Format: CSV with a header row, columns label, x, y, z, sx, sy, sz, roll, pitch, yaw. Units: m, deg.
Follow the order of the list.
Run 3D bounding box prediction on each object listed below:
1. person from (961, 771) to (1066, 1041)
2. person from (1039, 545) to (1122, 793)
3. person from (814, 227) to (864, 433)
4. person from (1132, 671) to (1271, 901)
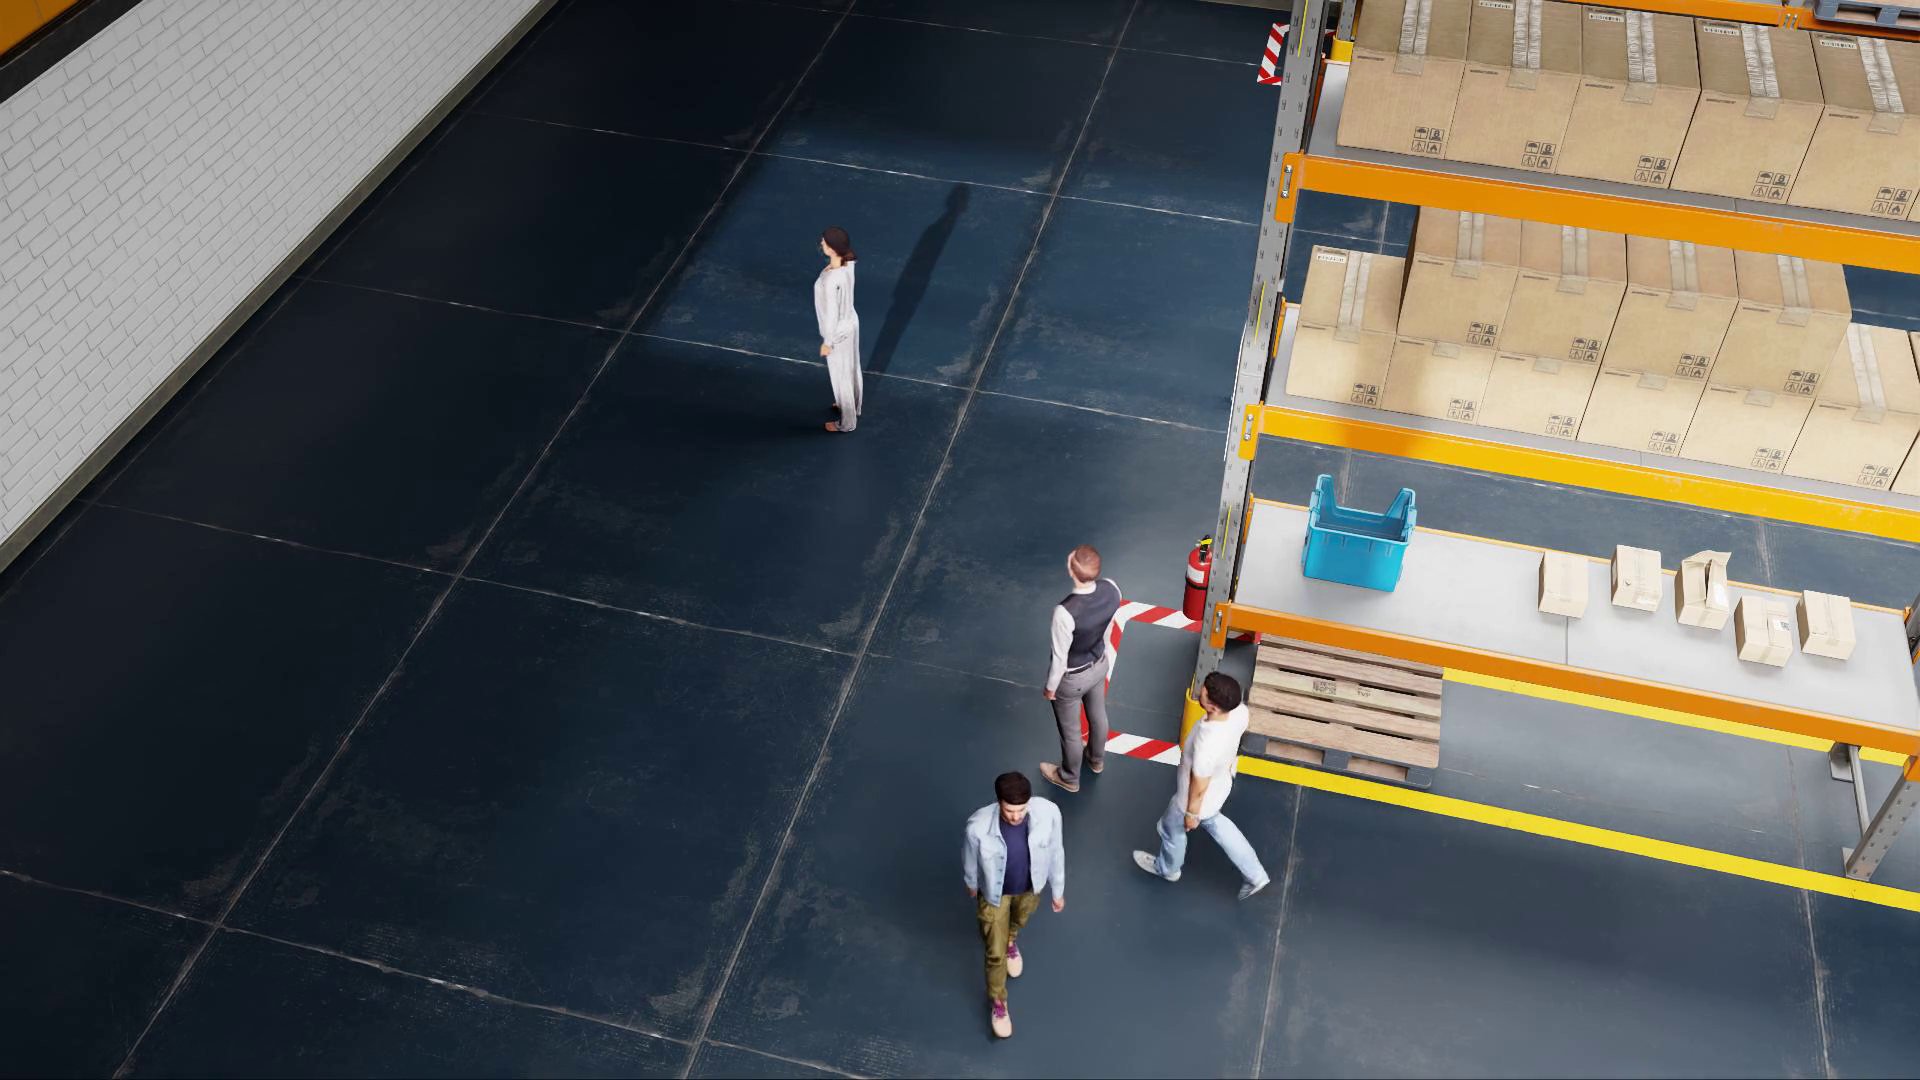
label,x,y,z,sx,sy,sz,roll,pitch,yaw
person,0.260,1.773,8.935,0.992,1.788,0.993,-11,45,-11
person,0.714,0.764,9.886,0.745,1.938,0.761,-30,51,-28
person,-0.890,-1.580,12.464,0.518,1.774,0.582,10,45,11
person,1.428,1.417,9.267,1.152,1.844,0.919,27,50,25
